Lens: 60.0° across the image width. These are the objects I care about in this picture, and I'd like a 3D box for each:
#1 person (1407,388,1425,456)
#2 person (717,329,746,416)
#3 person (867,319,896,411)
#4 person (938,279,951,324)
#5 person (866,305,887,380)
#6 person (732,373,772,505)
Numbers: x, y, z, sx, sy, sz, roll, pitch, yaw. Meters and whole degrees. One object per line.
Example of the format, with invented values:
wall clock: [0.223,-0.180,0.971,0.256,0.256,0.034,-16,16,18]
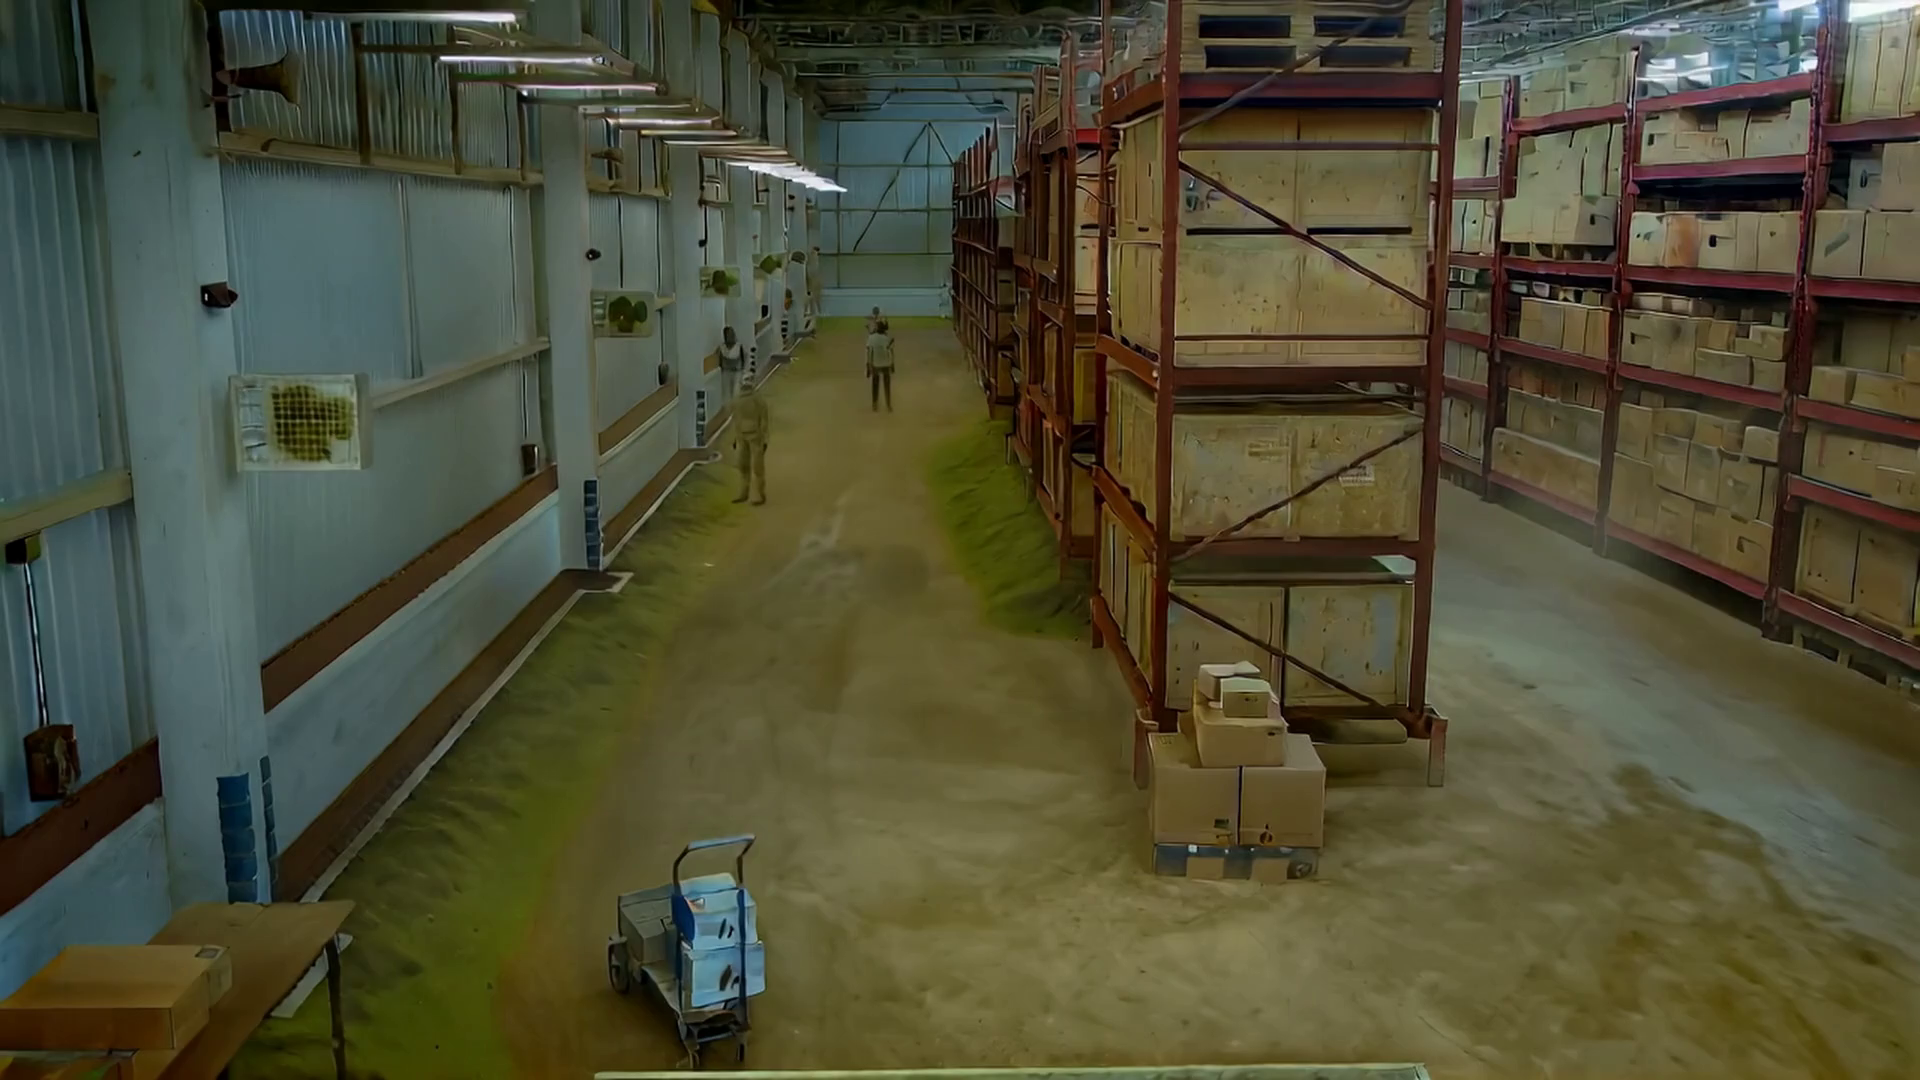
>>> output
person: [6.781,-1.440,24.426,0.529,1.697,0.321,0,11,-2]
person: [-4.792,-3.509,34.877,0.594,1.827,0.413,2,11,9]
person: [-1.683,-3.752,35.711,0.618,1.986,0.409,-3,11,-15]
person: [-0.634,-9.452,65.962,0.576,1.749,0.334,-9,14,-40]
person: [-2.152,-5.086,42.855,0.586,1.911,0.398,-6,12,-29]
person: [-3.029,-1.457,23.988,0.639,1.903,0.409,6,13,30]
